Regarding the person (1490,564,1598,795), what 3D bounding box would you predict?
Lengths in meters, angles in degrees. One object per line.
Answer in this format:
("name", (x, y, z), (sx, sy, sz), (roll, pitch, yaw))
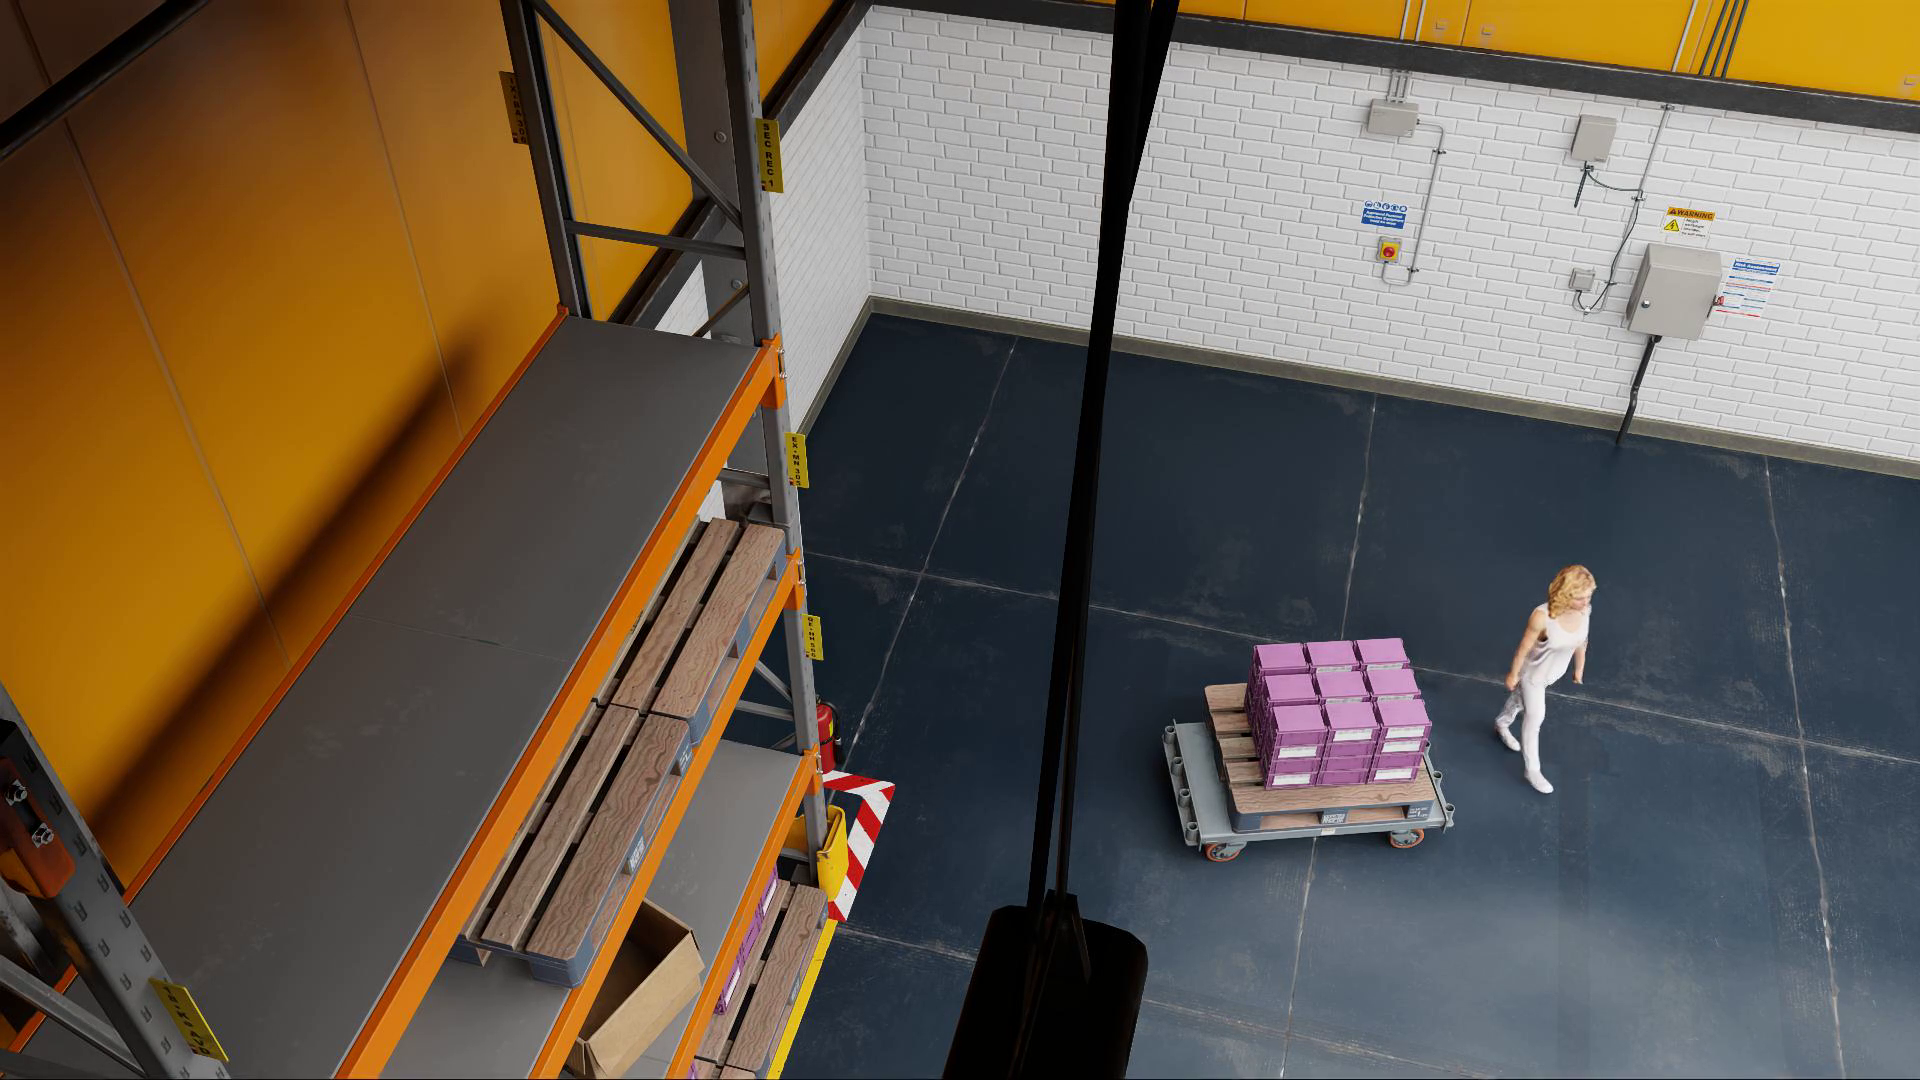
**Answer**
("person", (3.568, 0.724, 10.324), (0.933, 1.648, 1.008), (-19, 47, -19))
